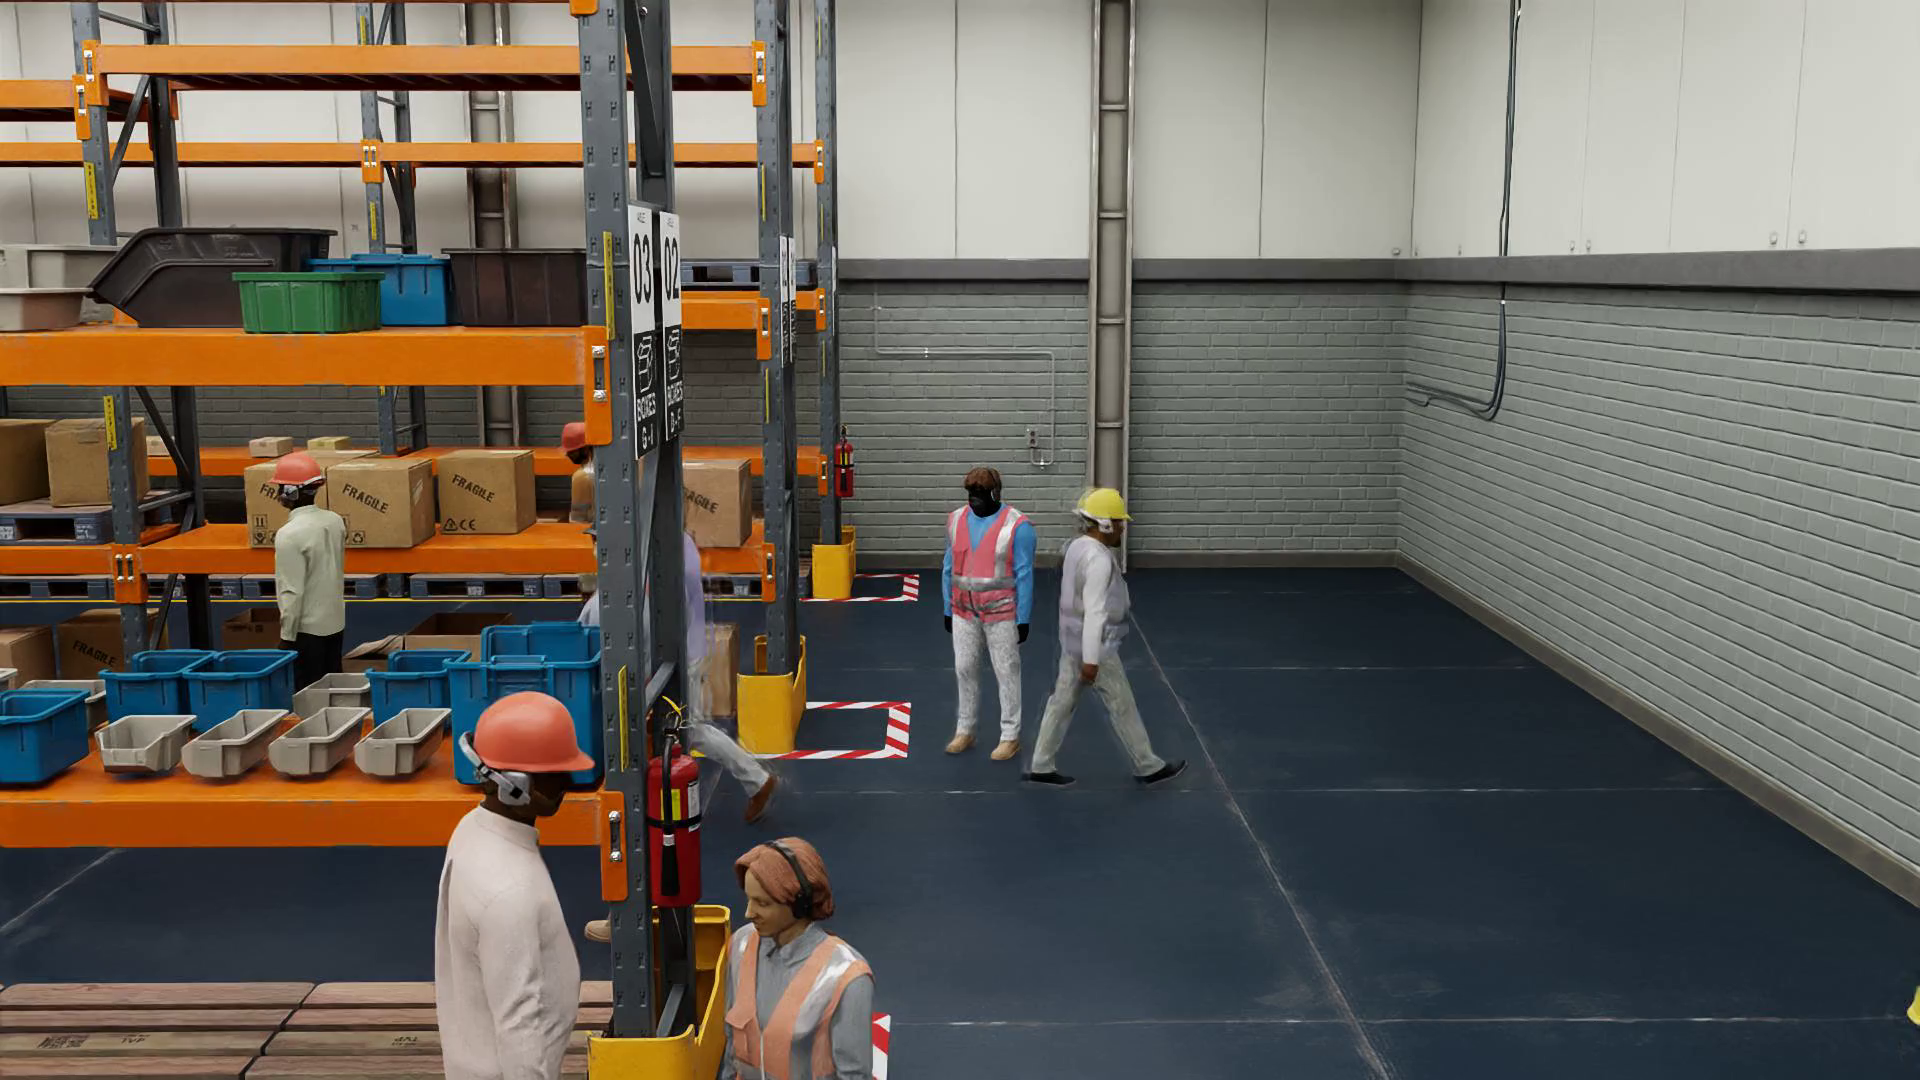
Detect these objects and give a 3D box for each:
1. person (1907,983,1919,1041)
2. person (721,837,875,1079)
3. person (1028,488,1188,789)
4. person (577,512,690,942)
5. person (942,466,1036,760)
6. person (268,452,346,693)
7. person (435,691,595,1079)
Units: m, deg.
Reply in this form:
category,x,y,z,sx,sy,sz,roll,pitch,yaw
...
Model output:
category,x,y,z,sx,sy,sz,roll,pitch,yaw
person,1.749,1.616,2.912,0.500,1.909,0.597,-1,9,-4
person,-0.407,1.540,4.246,0.525,1.631,0.315,8,12,40
person,0.830,0.586,9.647,0.938,1.772,0.611,-2,9,-12
person,-1.537,0.794,7.559,0.536,2.000,0.672,3,10,17
person,0.162,0.452,10.318,0.637,1.836,0.431,5,11,29
person,-3.734,0.491,9.552,0.379,1.996,0.610,1,9,7
person,-1.130,1.355,4.305,0.410,1.981,0.629,-4,10,-21
